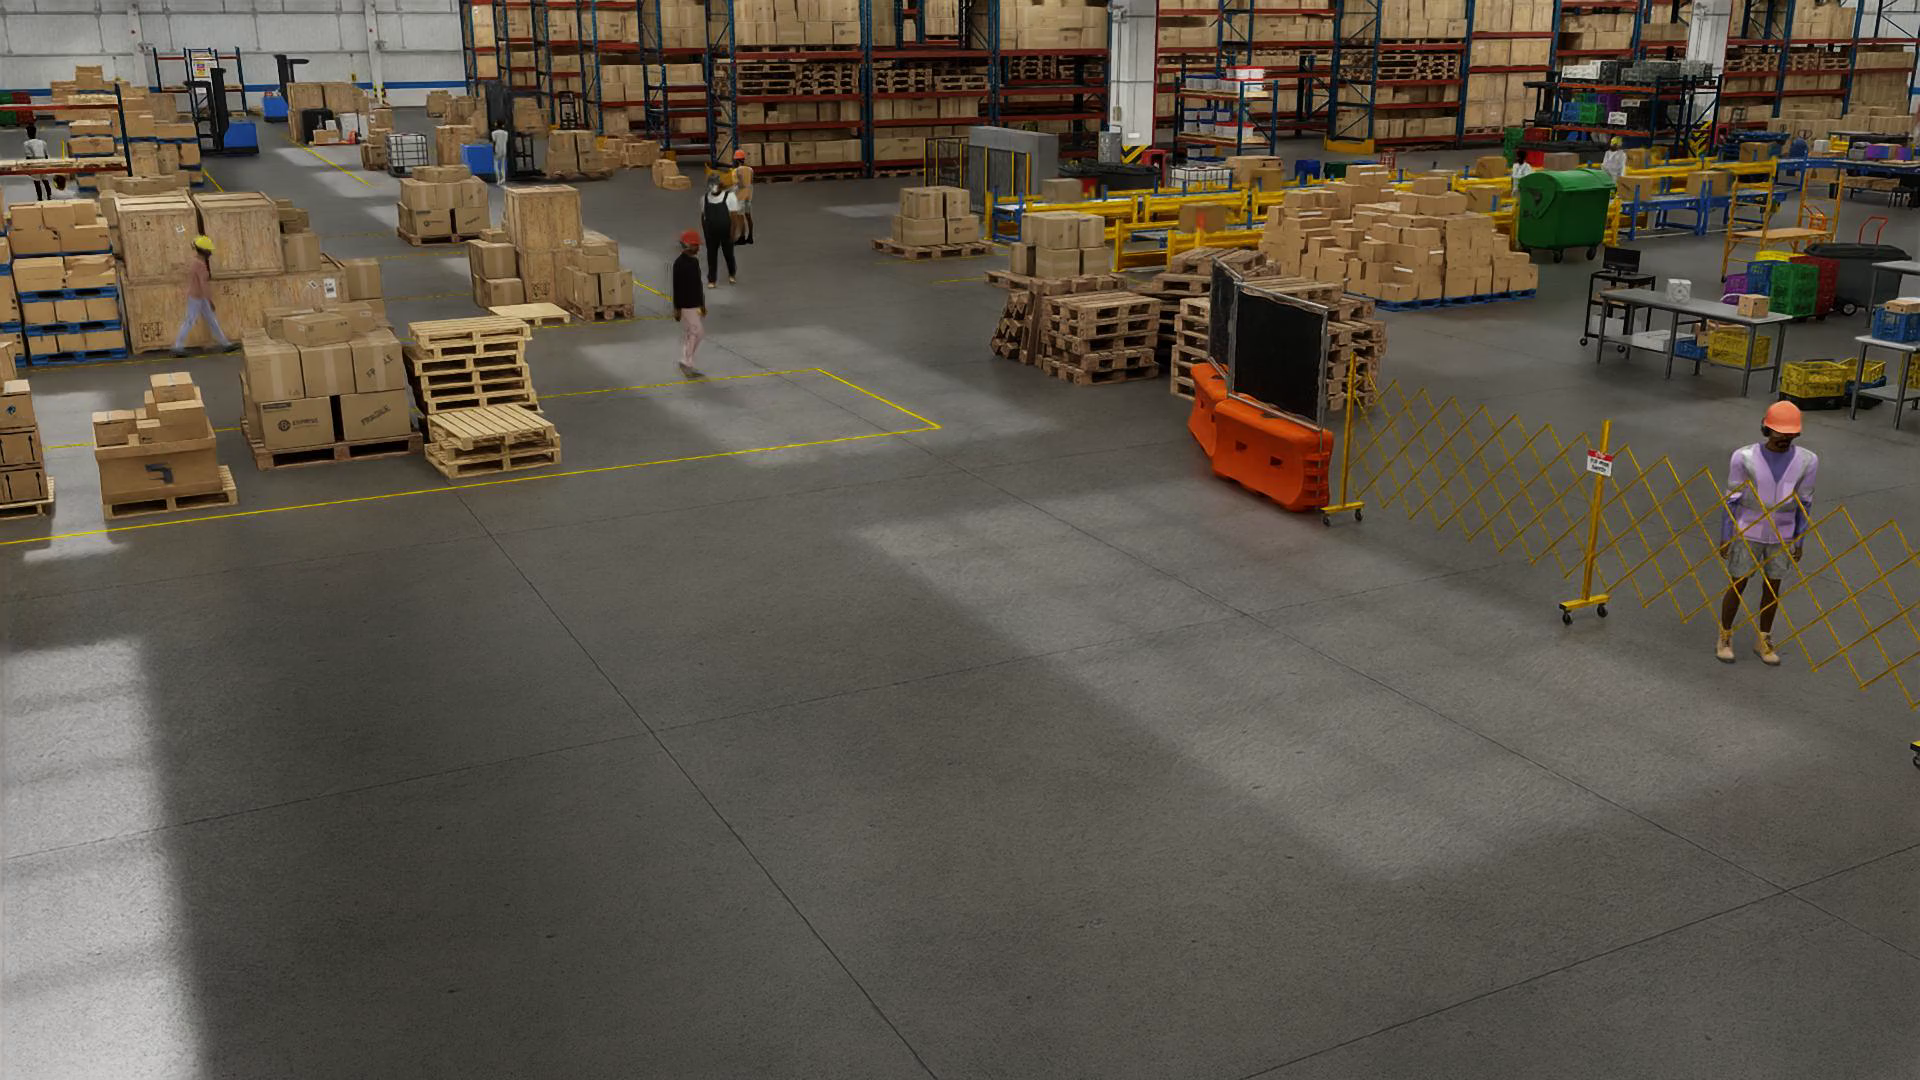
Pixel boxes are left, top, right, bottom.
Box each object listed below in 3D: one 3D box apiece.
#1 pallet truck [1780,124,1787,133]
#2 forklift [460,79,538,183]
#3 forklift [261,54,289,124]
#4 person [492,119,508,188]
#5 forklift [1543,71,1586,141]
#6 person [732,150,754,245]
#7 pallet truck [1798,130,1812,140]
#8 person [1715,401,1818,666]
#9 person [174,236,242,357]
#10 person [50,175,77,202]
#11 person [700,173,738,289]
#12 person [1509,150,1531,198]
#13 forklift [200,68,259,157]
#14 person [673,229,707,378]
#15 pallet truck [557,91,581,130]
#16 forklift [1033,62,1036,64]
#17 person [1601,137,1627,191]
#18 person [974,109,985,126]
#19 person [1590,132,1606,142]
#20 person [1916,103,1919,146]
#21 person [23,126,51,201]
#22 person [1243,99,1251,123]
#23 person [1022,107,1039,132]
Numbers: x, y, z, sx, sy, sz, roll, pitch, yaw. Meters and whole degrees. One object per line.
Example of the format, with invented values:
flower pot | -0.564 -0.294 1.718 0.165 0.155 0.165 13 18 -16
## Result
pallet truck | 25.206 -12.542 52.601 1.601 1.201 0.680 0 18 -2
forklift | -12.953 -11.409 46.402 1.873 2.768 1.129 -9 20 -26
forklift | -28.594 -19.107 70.401 1.873 2.768 1.129 -9 20 -26
person | -12.537 -10.558 45.424 0.507 1.841 0.439 -14 22 -37
forklift | 18.685 -13.231 52.085 1.873 2.768 1.129 -9 20 -26
person | -4.518 -7.104 34.494 0.350 1.942 0.545 13 22 35
pallet truck | 25.526 -11.556 49.408 1.630 1.274 0.653 -9 20 -26
person | 5.965 -0.042 12.329 0.605 2.034 0.397 4 18 11
person | -10.685 -3.416 23.401 0.975 1.684 0.531 -8 19 -24
person | -16.457 -5.778 30.555 0.961 1.817 0.551 9 20 26
person | -4.225 -5.490 29.303 0.685 2.000 0.885 1 18 4
person | 12.741 -7.998 37.704 0.519 1.686 0.543 -9 20 -25
forklift | -24.369 -14.147 54.940 1.873 2.768 1.129 -9 20 -26
person | -3.539 -3.104 21.967 0.452 1.973 0.650 5 18 14
pallet truck | -13.495 -14.412 57.188 0.823 1.965 1.885 -3 18 -9
forklift | 3.154 -18.816 69.495 1.873 2.768 1.129 8 20 24
person | 15.716 -8.788 39.982 0.883 1.804 0.593 -9 20 -26
person | 0.556 -12.645 52.163 0.531 1.698 0.320 4 18 12
person | 20.741 -13.349 54.003 0.631 1.913 0.632 -4 18 -13
person | 33.577 -14.589 57.852 0.603 1.938 1.091 13 22 35
person | -22.781 -9.224 41.065 0.364 1.965 0.609 8 19 24
person | 10.239 -15.095 59.978 0.865 1.585 0.550 4 18 11
person | 2.256 -13.090 53.556 0.541 1.693 0.315 6 19 18
